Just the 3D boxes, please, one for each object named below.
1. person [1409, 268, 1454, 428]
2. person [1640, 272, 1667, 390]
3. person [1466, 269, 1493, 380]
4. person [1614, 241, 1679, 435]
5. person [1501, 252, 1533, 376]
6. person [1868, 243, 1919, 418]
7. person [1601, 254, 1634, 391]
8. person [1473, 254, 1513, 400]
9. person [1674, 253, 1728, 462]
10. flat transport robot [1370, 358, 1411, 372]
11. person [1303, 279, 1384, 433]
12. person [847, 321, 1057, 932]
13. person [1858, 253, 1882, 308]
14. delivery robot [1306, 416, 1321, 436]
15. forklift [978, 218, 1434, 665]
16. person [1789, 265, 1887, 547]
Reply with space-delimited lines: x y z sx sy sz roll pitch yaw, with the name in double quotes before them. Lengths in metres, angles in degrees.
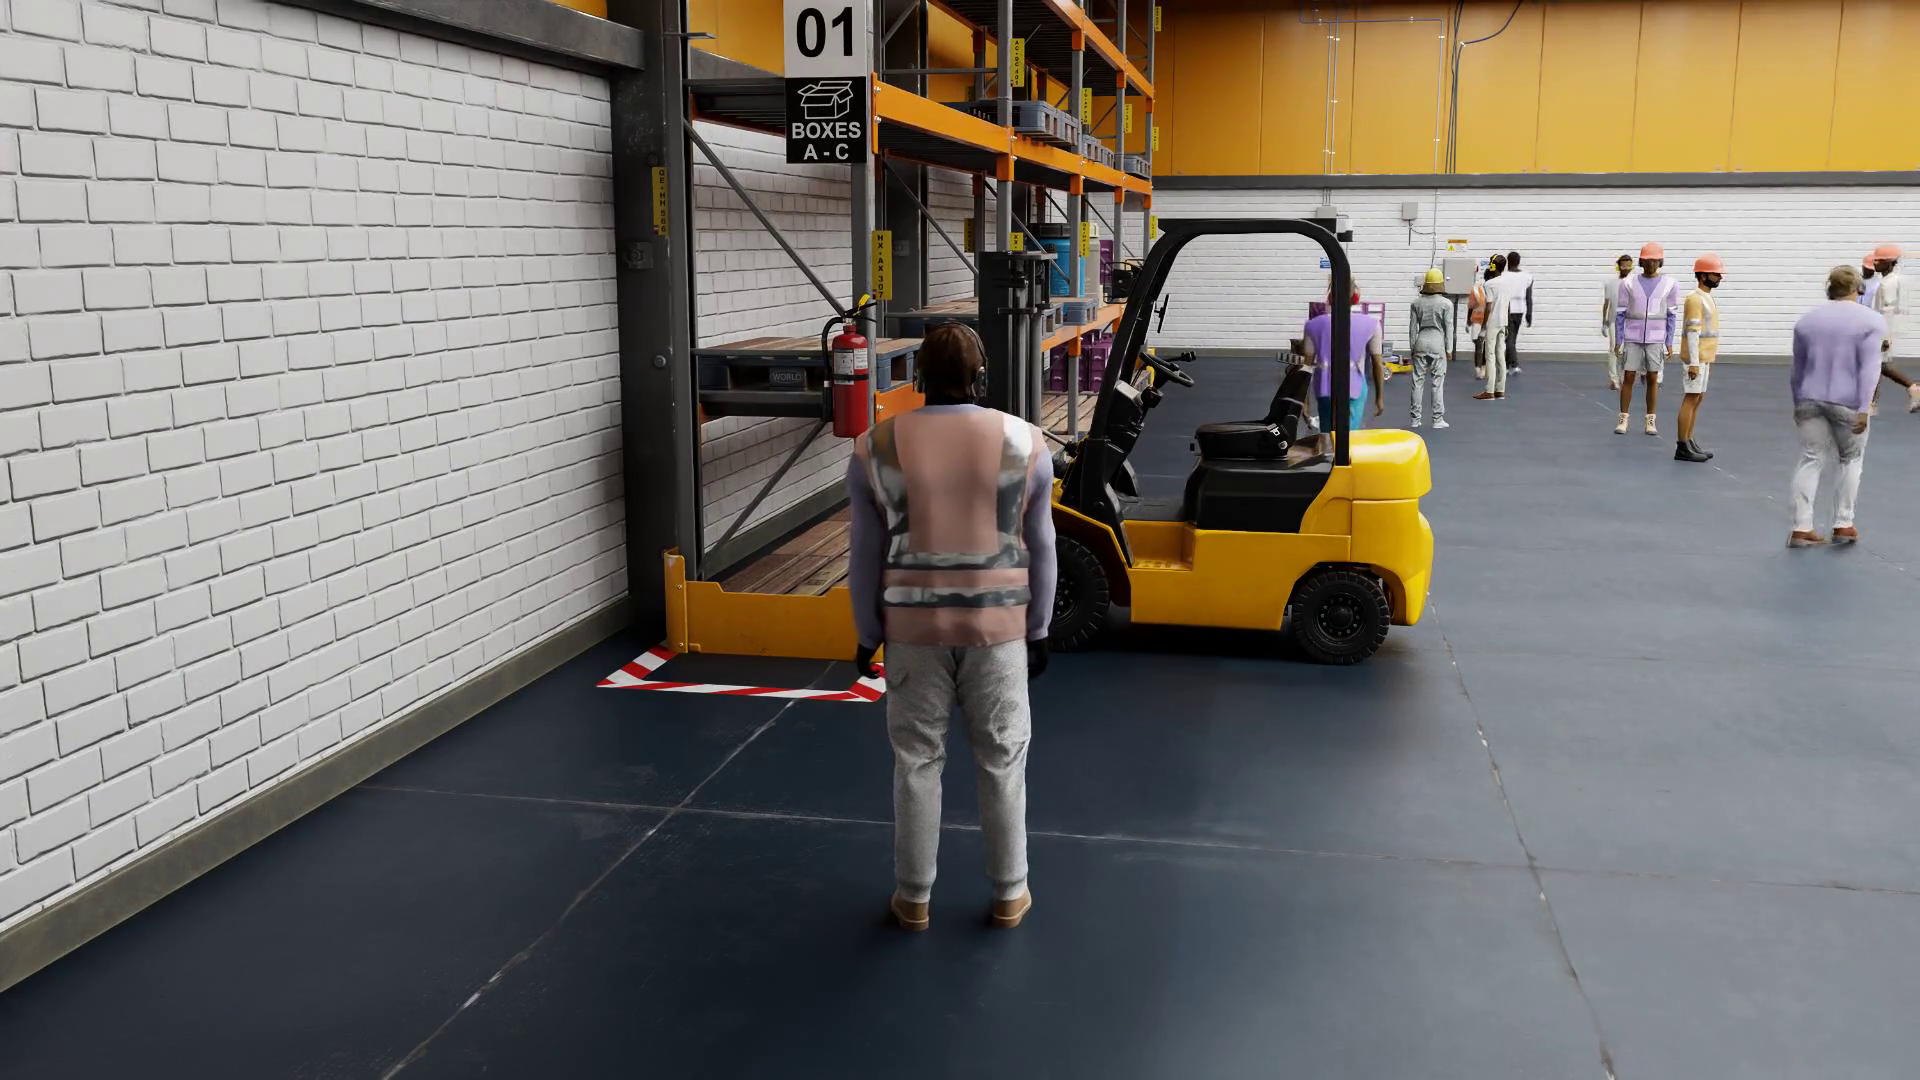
"person" 5.177 -2.101 18.273 0.489 1.746 0.286 7 13 34
"person" 9.637 -2.910 23.072 0.493 1.603 0.722 3 11 17
"person" 7.778 -3.208 24.616 0.542 1.651 0.869 2 10 9
"person" 7.250 -2.130 17.611 0.608 2.046 0.367 4 11 20
"person" 8.387 -3.431 25.235 0.584 1.876 0.974 -1 10 -7
"person" 10.749 -2.400 19.158 0.767 2.027 0.619 6 12 30
"person" 8.960 -2.937 22.556 0.530 1.849 0.499 1 10 6
"person" 6.875 -2.738 21.424 0.518 1.872 0.326 -7 13 -34
"person" 6.938 -1.703 15.563 0.357 1.936 0.551 7 12 34
"flat transport robot" 6.240 -2.764 25.952 0.652 0.197 1.431 -10 14 -44
"person" 2.856 -1.063 12.458 0.575 1.795 0.961 5 11 24
"person" -0.019 0.271 5.009 0.619 1.845 0.430 0 10 0
"person" 12.540 -3.048 23.163 0.605 1.868 0.950 9 14 42
"delivery robot" 3.368 -0.979 15.132 0.477 0.478 0.707 0 10 2
"forklift" 1.285 -0.567 8.635 2.313 2.155 1.214 2 11 11
"person" 5.906 -0.902 11.278 0.732 1.892 0.647 -8 13 -37
